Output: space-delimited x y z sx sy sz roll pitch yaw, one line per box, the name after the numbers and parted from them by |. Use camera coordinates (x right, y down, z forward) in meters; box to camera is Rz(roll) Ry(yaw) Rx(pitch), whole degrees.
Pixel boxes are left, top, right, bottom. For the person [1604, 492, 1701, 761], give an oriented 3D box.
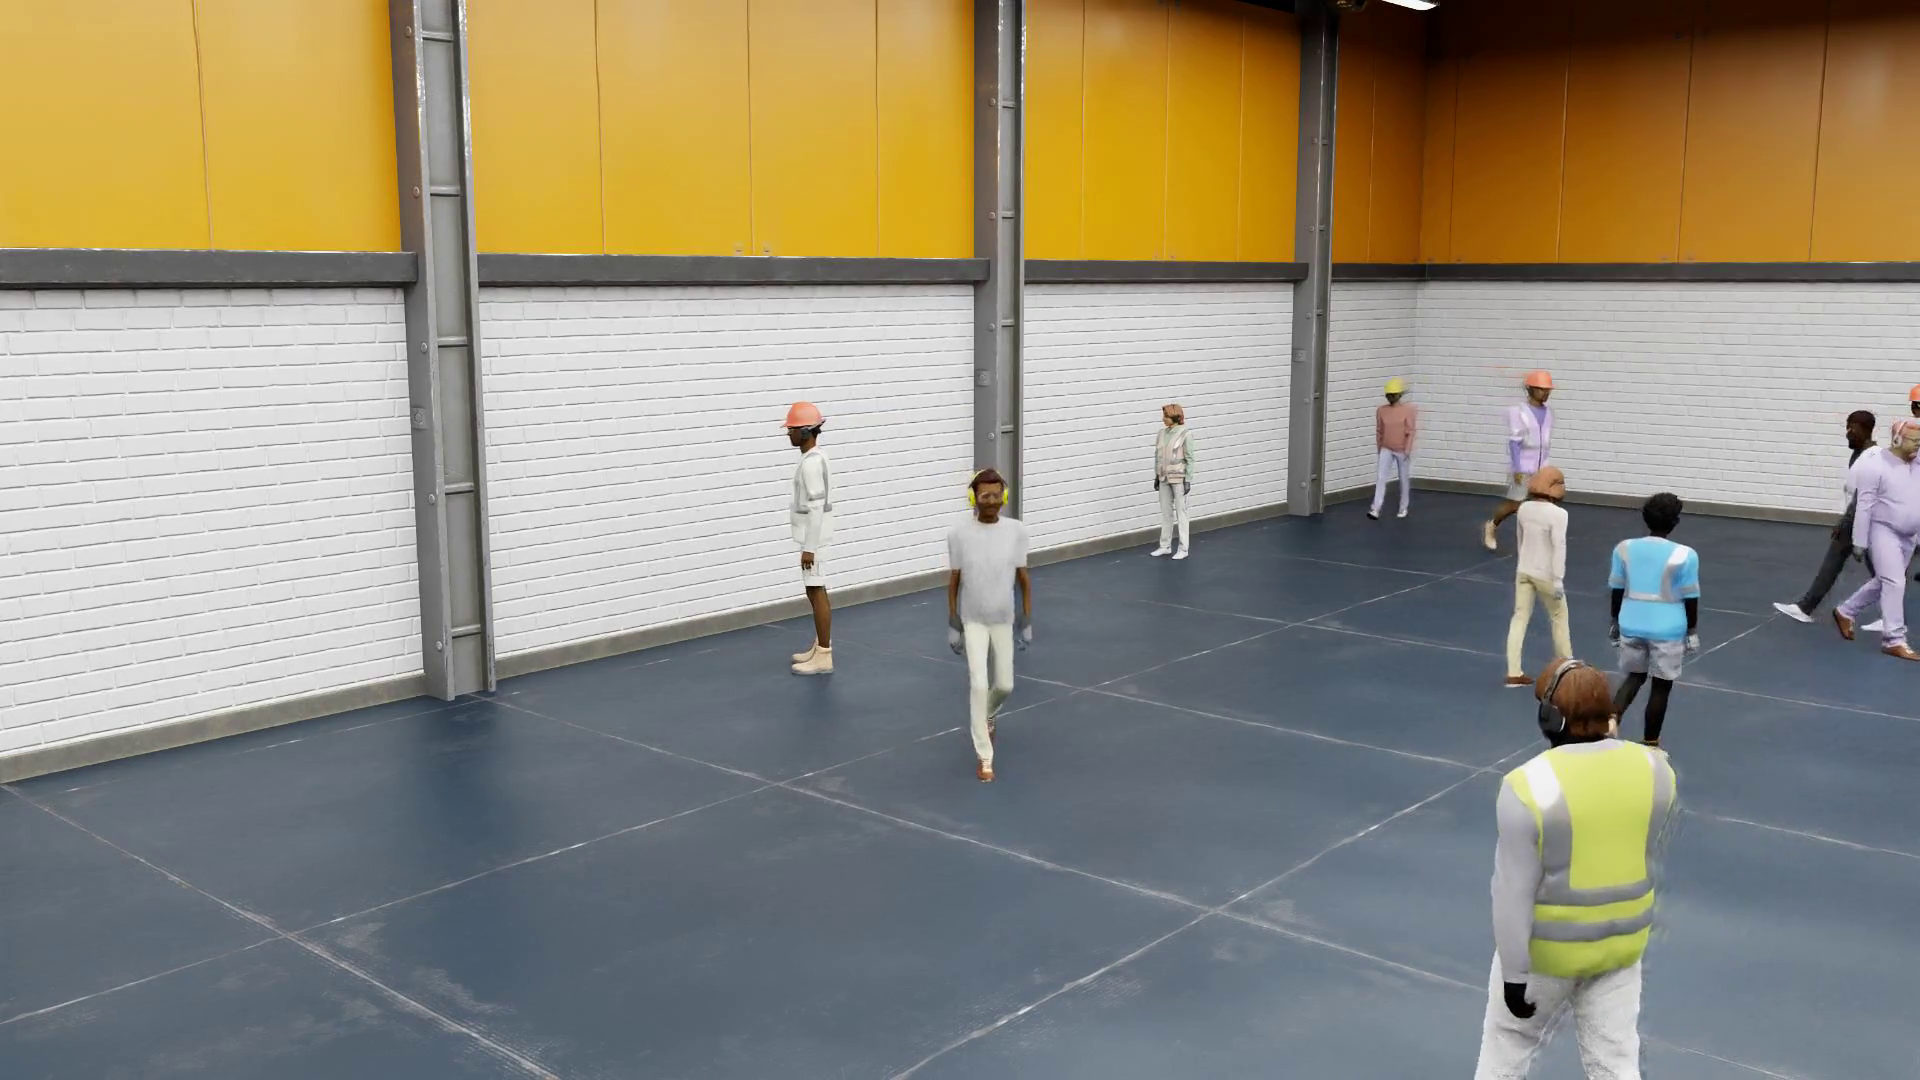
4.171 0.546 10.049 0.405 1.682 0.540 -7 11 -36 | person

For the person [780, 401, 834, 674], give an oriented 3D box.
-1.139 -0.015 12.445 0.394 2.041 0.612 0 9 -2 | person

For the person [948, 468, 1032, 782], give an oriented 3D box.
0.167 0.468 10.011 0.504 1.857 0.705 -1 9 -7 | person

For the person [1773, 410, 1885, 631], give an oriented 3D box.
7.450 -0.154 13.928 0.995 1.855 0.581 2 9 9 | person

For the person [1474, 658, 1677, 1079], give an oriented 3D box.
1.907 1.251 5.263 0.627 1.807 0.831 -2 9 -12 | person

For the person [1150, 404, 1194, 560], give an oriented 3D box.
2.240 -0.613 17.471 0.312 1.636 0.518 -7 11 -37 | person

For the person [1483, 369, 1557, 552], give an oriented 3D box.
5.908 -0.786 17.386 0.604 2.020 0.879 -3 10 -18 | person

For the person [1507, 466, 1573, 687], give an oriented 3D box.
4.288 0.263 12.040 0.752 1.600 0.523 -4 10 -24 | person

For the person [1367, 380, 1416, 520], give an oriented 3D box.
5.276 -1.085 20.218 0.537 1.713 0.944 6 11 34 | person

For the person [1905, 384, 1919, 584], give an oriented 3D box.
9.223 -0.537 16.049 0.542 1.939 0.363 0 9 3 | person

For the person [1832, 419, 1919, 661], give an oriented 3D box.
7.325 -0.040 13.176 0.645 1.871 0.896 -4 10 -22 | person
